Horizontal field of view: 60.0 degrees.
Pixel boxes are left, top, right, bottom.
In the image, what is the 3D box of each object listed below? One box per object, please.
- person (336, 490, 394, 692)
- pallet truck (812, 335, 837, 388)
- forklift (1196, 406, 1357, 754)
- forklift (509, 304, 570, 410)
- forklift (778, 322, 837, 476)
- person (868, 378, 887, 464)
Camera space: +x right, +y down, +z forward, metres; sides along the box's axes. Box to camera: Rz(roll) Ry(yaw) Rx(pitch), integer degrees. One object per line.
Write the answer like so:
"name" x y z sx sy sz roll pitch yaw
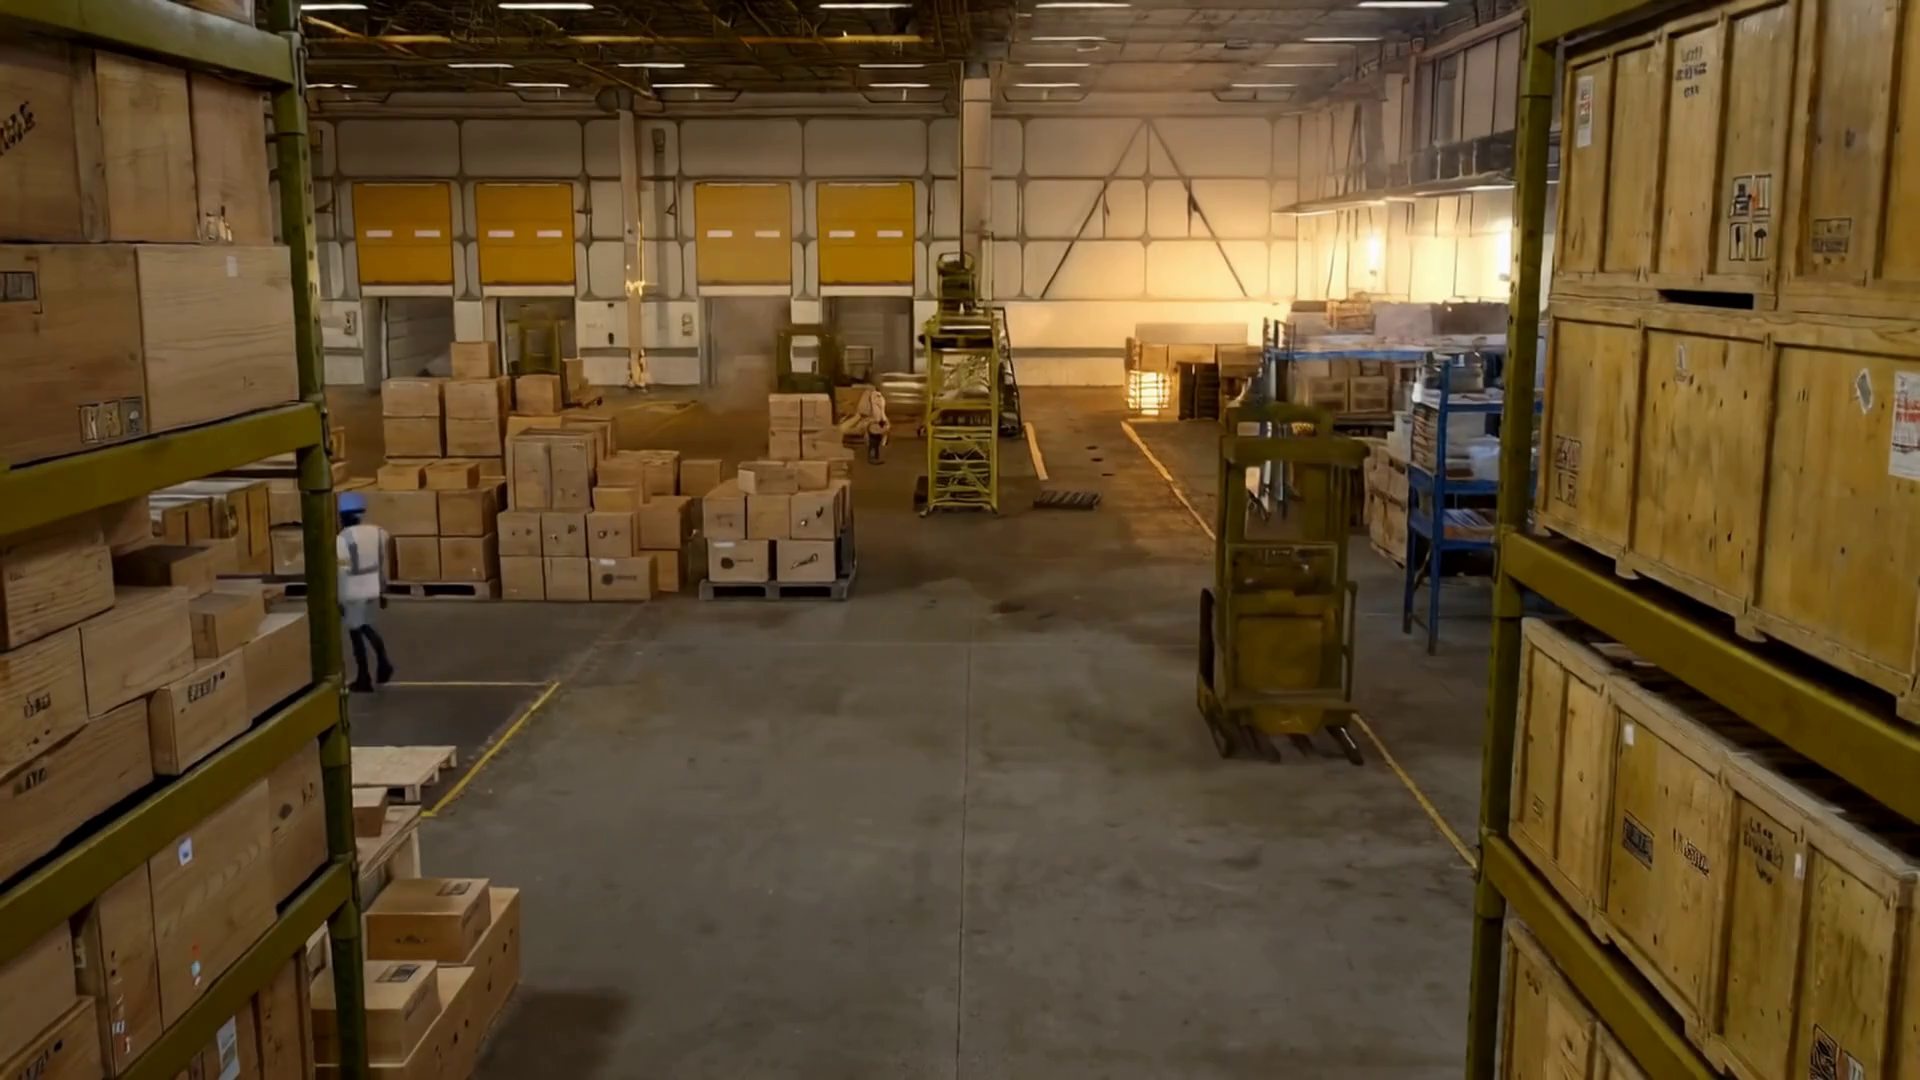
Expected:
"person" -5.672 0.485 15.684 0.395 1.923 0.553 6 11 30
"pallet truck" -3.021 -4.312 43.126 1.885 1.965 0.823 3 10 17
"forklift" 2.694 0.242 14.305 1.129 2.768 1.873 0 10 1
"forklift" -10.726 -4.588 42.170 1.129 2.768 1.873 0 10 1
"forklift" -2.909 -2.674 31.130 1.129 2.768 1.873 -1 10 -5
"person" -1.633 -2.343 32.660 0.321 1.689 0.530 -5 11 -28
